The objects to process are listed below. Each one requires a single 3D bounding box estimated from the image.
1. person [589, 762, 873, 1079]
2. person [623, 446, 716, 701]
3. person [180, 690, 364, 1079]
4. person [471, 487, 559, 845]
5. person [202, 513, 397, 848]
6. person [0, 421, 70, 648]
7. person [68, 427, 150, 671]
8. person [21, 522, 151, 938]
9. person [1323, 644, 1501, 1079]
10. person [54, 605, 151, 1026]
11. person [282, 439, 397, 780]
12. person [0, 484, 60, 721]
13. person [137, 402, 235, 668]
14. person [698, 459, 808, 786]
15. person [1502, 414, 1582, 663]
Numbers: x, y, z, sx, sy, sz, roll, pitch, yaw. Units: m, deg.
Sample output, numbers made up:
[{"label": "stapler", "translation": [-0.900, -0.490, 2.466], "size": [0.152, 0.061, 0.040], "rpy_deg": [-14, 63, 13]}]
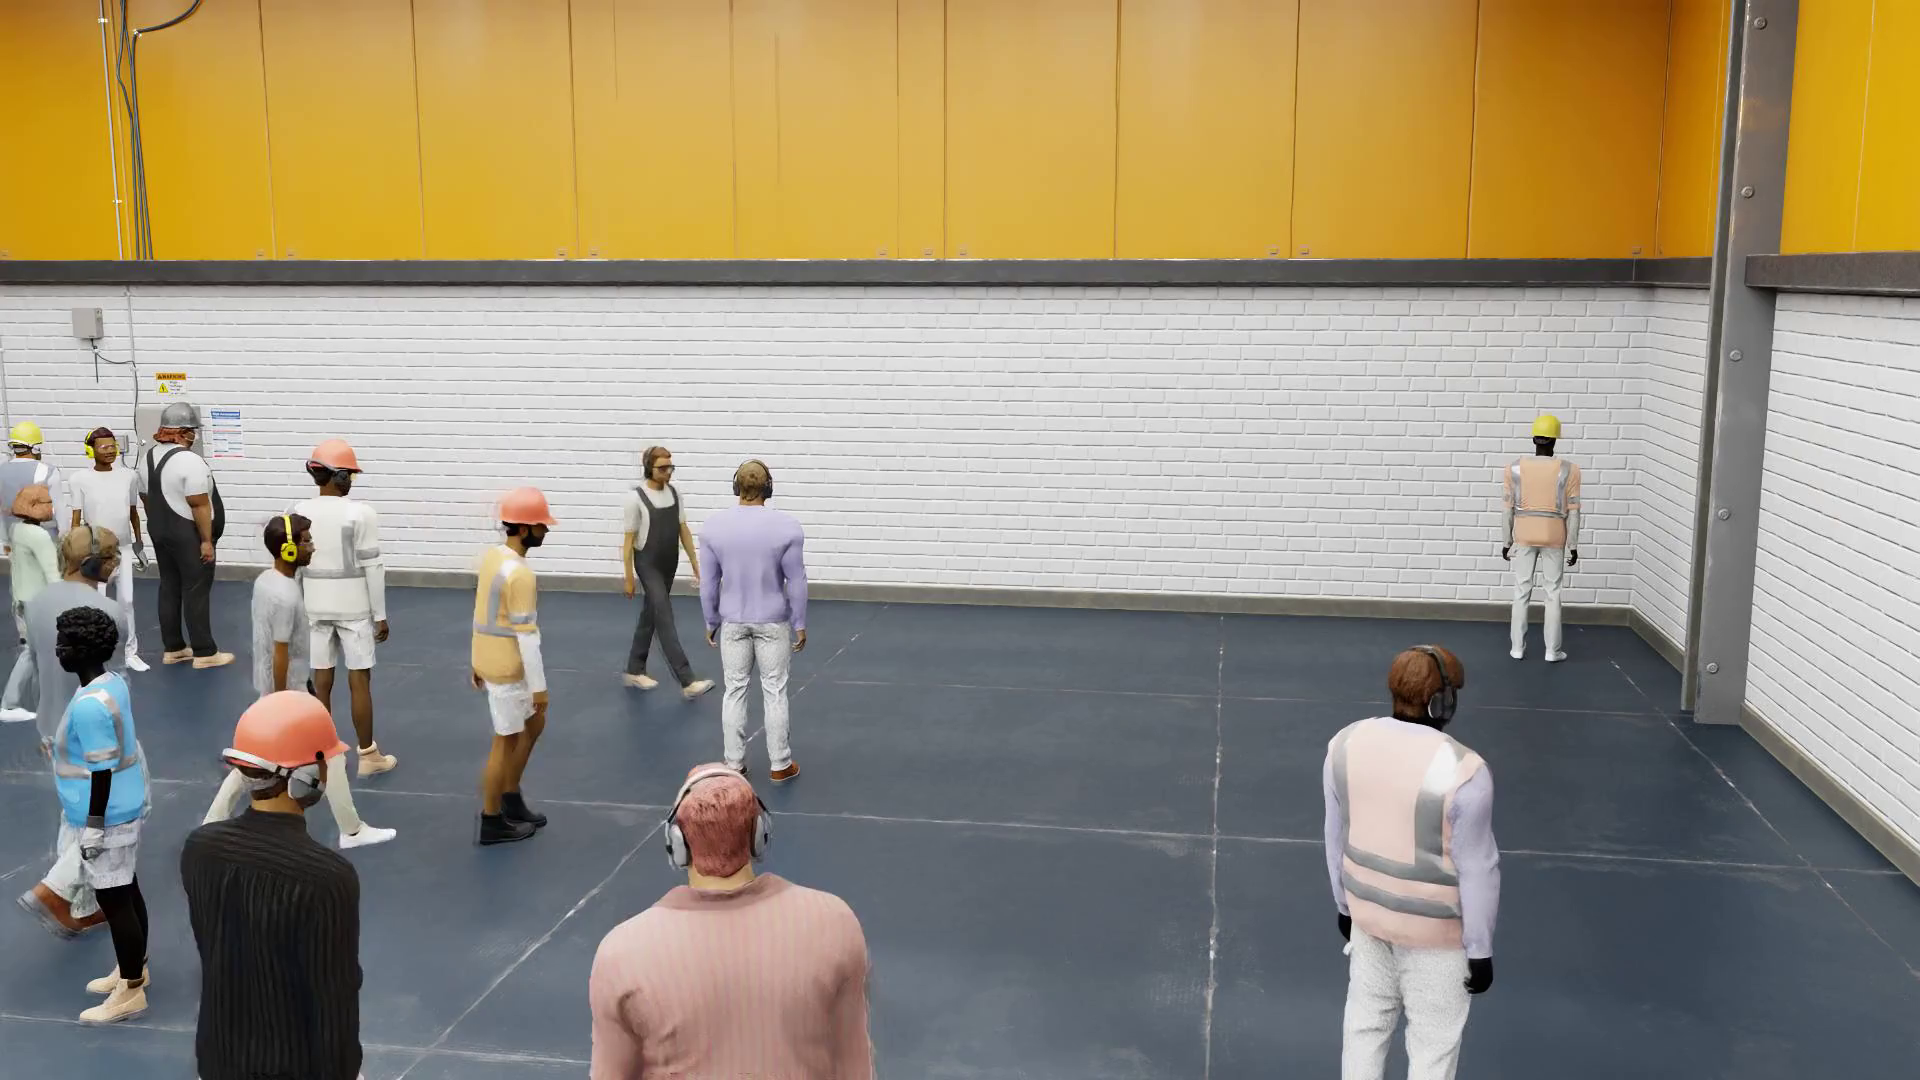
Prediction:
[{"label": "person", "translation": [-0.531, 1.462, 3.925], "size": [0.669, 1.891, 0.482], "rpy_deg": [-3, 10, -15]}, {"label": "person", "translation": [-2.083, 0.228, 11.820], "size": [0.953, 1.793, 0.535], "rpy_deg": [6, 11, 31]}, {"label": "person", "translation": [-1.748, 1.346, 4.471], "size": [0.636, 1.937, 1.027], "rpy_deg": [4, 10, 24]}, {"label": "person", "translation": [-2.346, 0.671, 8.771], "size": [0.530, 1.909, 0.590], "rpy_deg": [-5, 10, -28]}, {"label": "person", "translation": [-3.494, 0.763, 8.504], "size": [1.005, 1.823, 0.507], "rpy_deg": [-8, 12, -40]}, {"label": "person", "translation": [-7.418, -0.035, 13.351], "size": [0.590, 1.833, 0.404], "rpy_deg": [0, 9, 0]}, {"label": "person", "translation": [-6.373, 0.087, 12.473], "size": [0.322, 1.875, 0.527], "rpy_deg": [9, 13, 42]}, {"label": "person", "translation": [-3.959, 0.878, 7.449], "size": [0.698, 1.919, 0.528], "rpy_deg": [5, 11, 30]}, {"label": "person", "translation": [1.484, 1.245, 5.429], "size": [0.429, 1.842, 0.632], "rpy_deg": [-7, 12, -38]}, {"label": "person", "translation": [-3.480, 1.104, 6.748], "size": [0.315, 1.696, 0.541], "rpy_deg": [-3, 10, -20]}, {"label": "person", "translation": [-3.700, 0.418, 9.935], "size": [0.605, 2.036, 0.393], "rpy_deg": [1, 9, 9]}, {"label": "person", "translation": [-6.241, 0.410, 11.350], "size": [0.778, 1.592, 0.520], "rpy_deg": [-9, 13, -44]}, {"label": "person", "translation": [-5.925, -0.046, 12.782], "size": [0.684, 2.000, 0.536], "rpy_deg": [5, 11, 30]}, {"label": "person", "translation": [-1.205, 0.489, 9.794], "size": [0.635, 1.938, 0.359], "rpy_deg": [1, 9, 5]}, {"label": "person", "translation": [4.495, -0.008, 12.890], "size": [0.585, 1.929, 0.370], "rpy_deg": [5, 10, 27]}]
